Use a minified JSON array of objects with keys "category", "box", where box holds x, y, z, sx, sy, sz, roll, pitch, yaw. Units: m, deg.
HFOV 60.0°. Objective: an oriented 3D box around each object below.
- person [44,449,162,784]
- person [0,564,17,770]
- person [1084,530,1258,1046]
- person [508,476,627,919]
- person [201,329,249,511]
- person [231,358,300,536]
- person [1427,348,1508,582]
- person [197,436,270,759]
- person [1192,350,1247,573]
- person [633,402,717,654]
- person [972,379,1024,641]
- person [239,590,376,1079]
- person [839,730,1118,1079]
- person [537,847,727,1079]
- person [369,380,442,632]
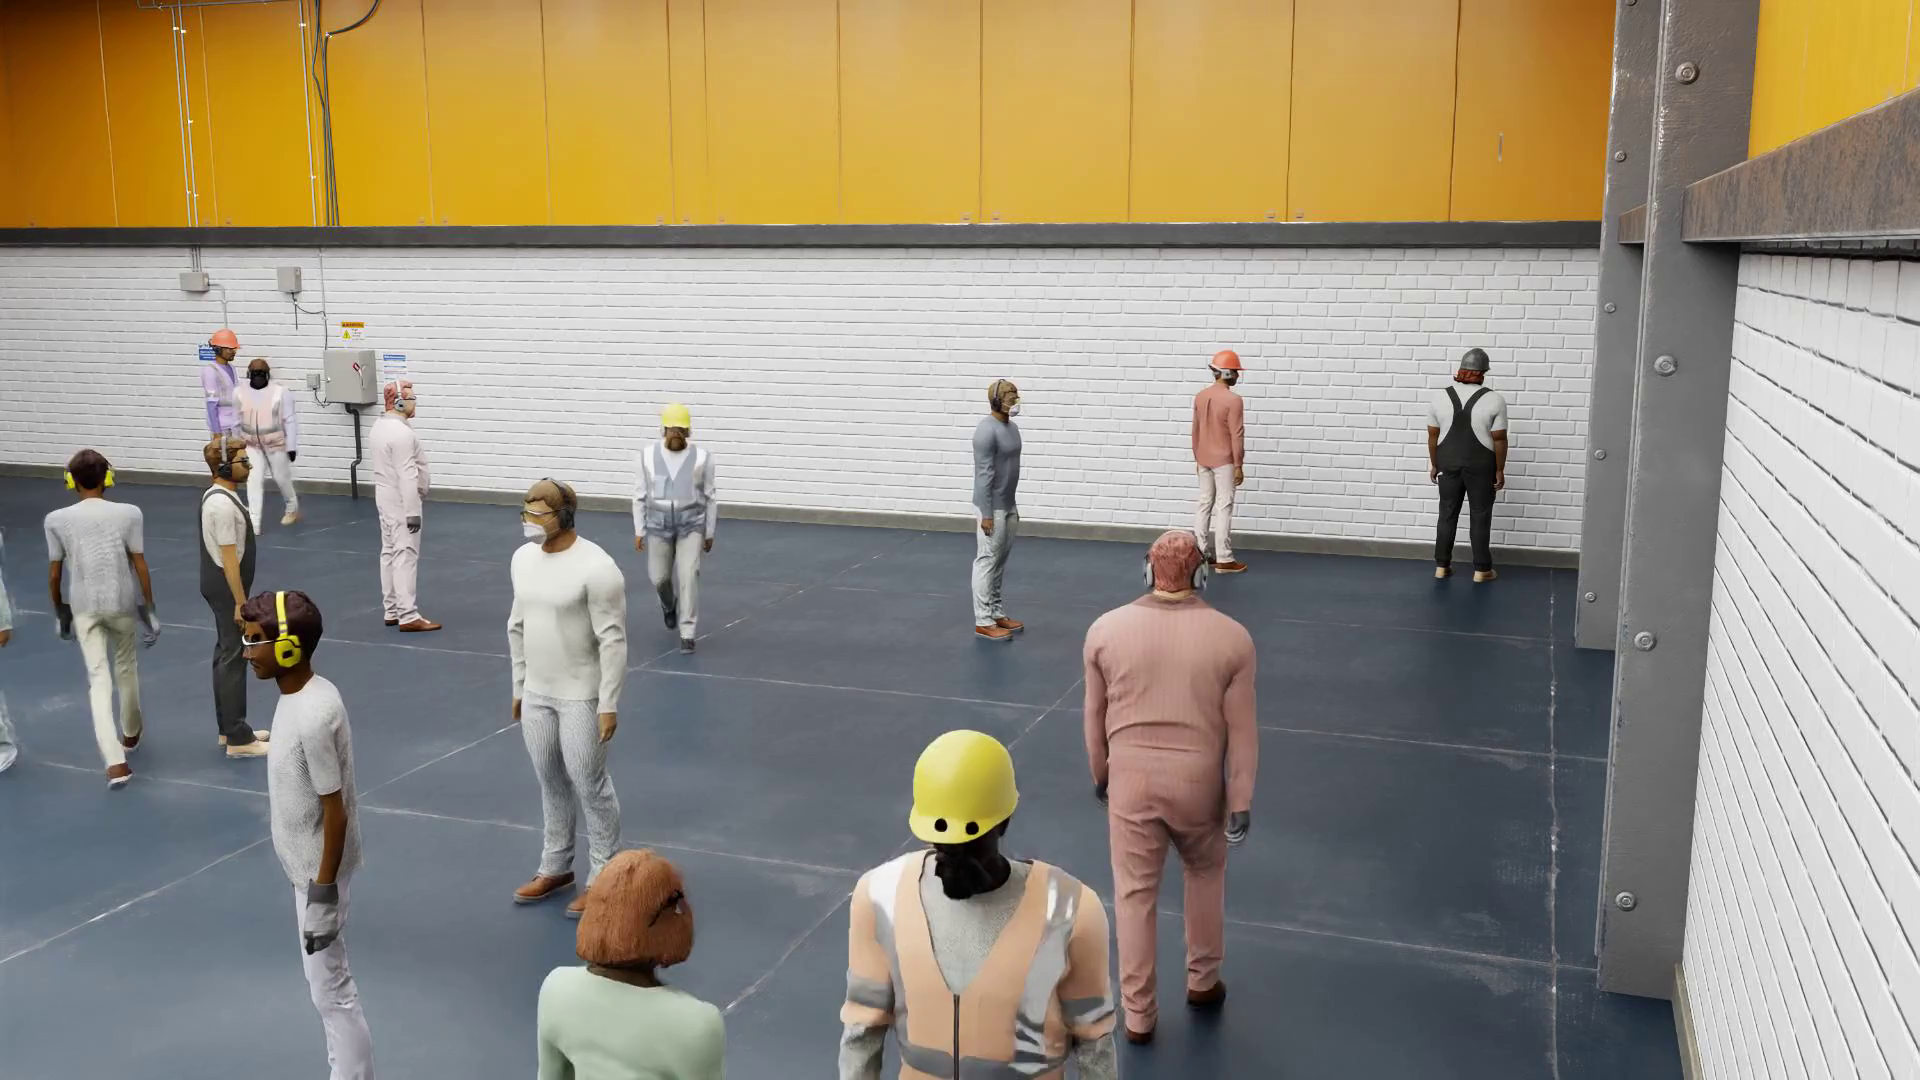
[{"category":"person","box":[-4.749,0.399,9.255,0.530,1.803,1.019,-5,11,-26]},{"category":"person","box":[-5.480,0.455,9.138,0.483,1.728,0.440,6,12,31]},{"category":"person","box":[0.785,0.899,6.237,0.653,1.873,0.725,2,10,11]},{"category":"person","box":[-1.726,0.679,7.281,0.635,1.937,0.353,7,12,33]},{"category":"person","box":[-7.851,-1.239,17.841,0.409,2.032,0.608,0,10,1]},{"category":"person","box":[-7.113,-0.981,17.069,0.665,1.796,0.938,-1,10,-7]},{"category":"person","box":[4.463,-0.665,14.566,0.689,2.000,0.537,7,12,34]},{"category":"person","box":[-4.164,0.325,9.539,0.347,1.847,0.505,-6,11,-29]},{"category":"person","box":[2.338,-0.706,14.931,0.392,1.990,0.614,-6,12,-32]},{"category":"person","box":[-2.067,-0.114,12.109,0.599,1.811,0.714,-1,10,-5]},{"category":"person","box":[0.287,-0.235,12.428,0.376,1.940,0.629,4,11,21]},{"category":"person","box":[-2.061,1.070,5.292,0.309,1.864,0.535,-5,11,-26]},{"category":"person","box":[0.024,1.334,3.694,0.592,1.899,0.640,4,11,22]},{"category":"person","box":[-0.700,1.473,3.674,0.524,1.634,0.282,6,12,29]},{"category":"person","box":[-4.229,-0.260,12.663,0.399,1.909,0.642,-7,12,-35]}]
